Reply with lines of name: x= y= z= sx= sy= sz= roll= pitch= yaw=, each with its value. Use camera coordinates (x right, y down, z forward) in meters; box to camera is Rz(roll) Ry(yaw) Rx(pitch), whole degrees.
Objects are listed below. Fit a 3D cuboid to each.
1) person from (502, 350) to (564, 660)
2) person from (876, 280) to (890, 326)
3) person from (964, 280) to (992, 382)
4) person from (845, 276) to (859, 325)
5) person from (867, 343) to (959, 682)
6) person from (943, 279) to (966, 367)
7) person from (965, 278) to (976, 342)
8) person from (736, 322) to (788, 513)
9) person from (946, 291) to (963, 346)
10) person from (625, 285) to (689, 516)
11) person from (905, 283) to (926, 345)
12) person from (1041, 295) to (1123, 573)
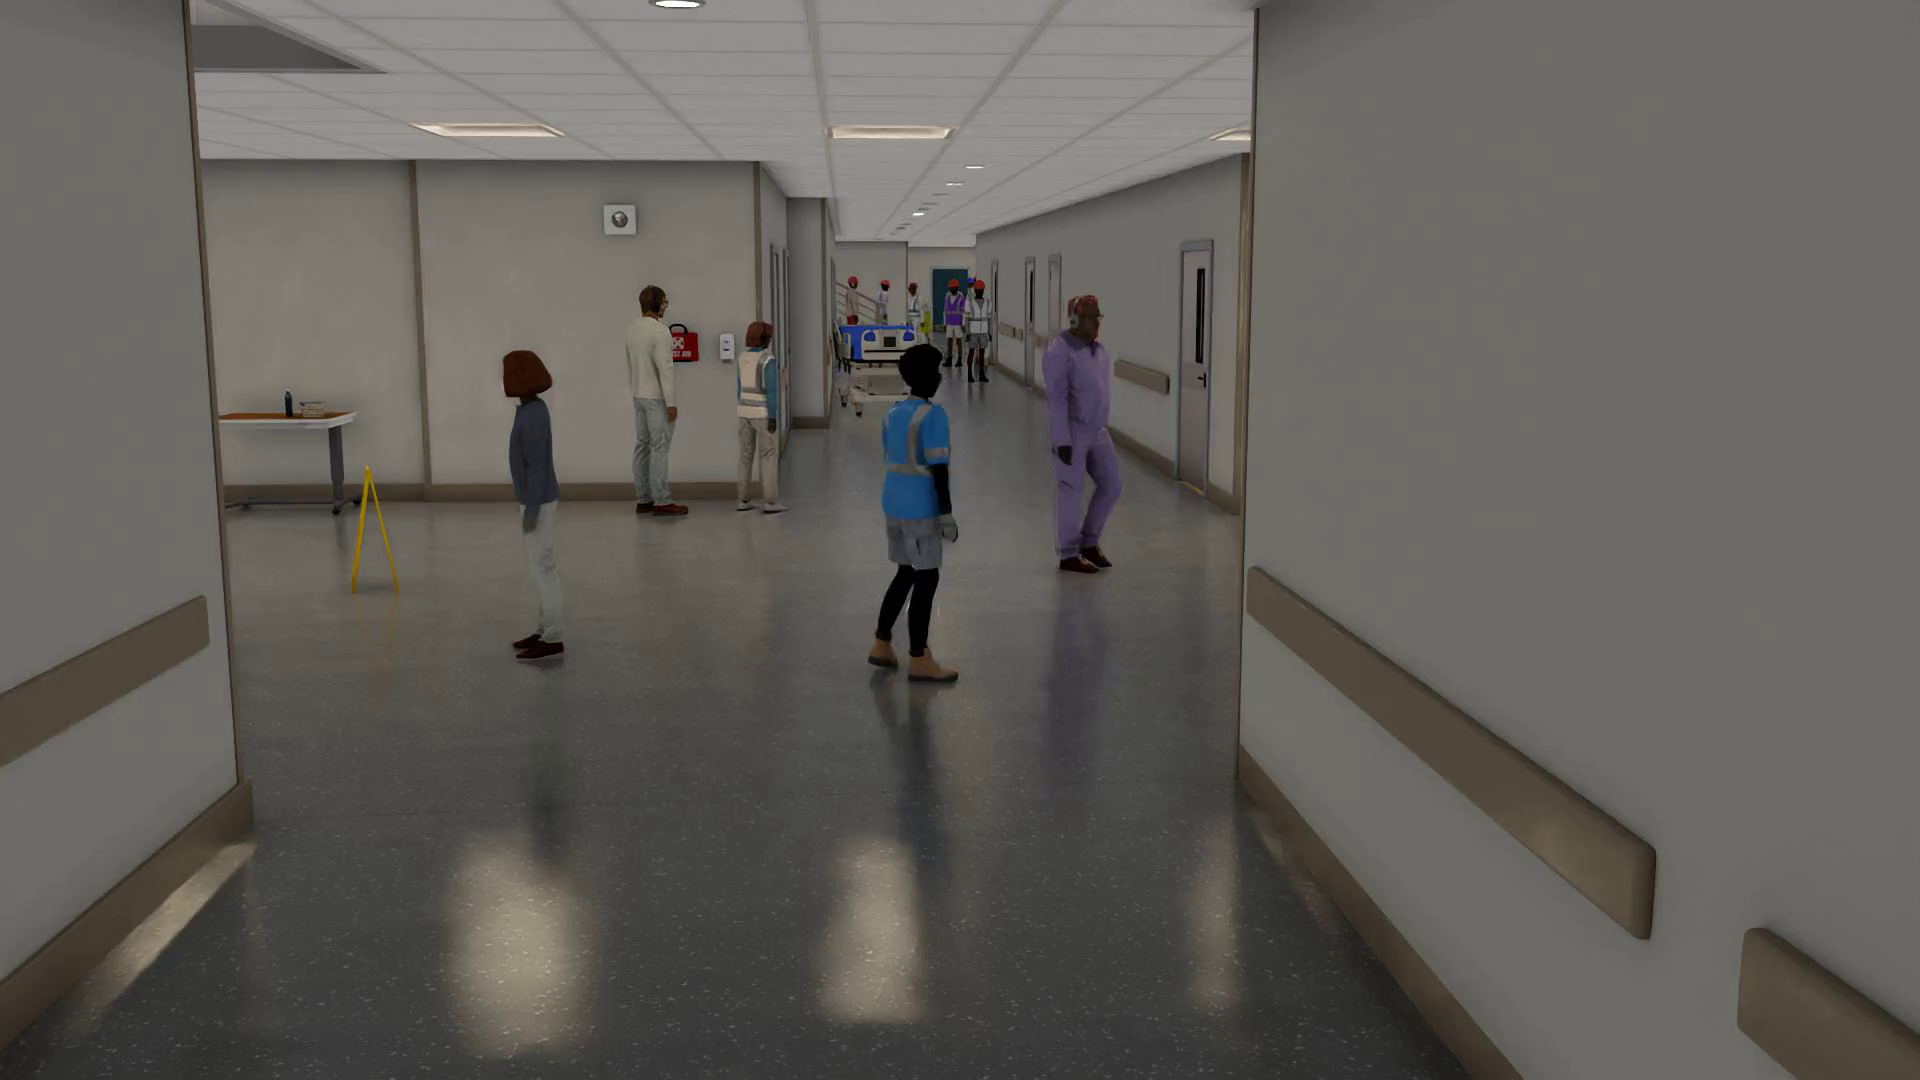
person: x=-2.257 y=-0.186 z=8.805 sx=0.270 sy=1.631 sz=0.506 roll=-2 pitch=9 yaw=-13
person: x=-2.229 y=-6.461 z=47.370 sx=0.594 sy=1.895 sz=0.630 roll=-3 pitch=10 yaw=-20
person: x=0.358 y=-3.962 z=31.553 sx=0.545 sy=1.939 sz=0.373 roll=-3 pitch=10 yaw=-20
person: x=-2.786 y=-5.853 z=43.244 sx=0.375 sy=1.995 sz=0.610 roll=-4 pitch=10 yaw=-23
person: x=-0.250 y=-0.129 z=8.313 sx=0.402 sy=1.679 sz=0.578 roll=-5 pitch=10 yaw=-27
person: x=-0.133 y=-4.812 z=36.884 sx=0.542 sy=1.939 sz=0.361 roll=4 pitch=10 yaw=26
person: x=0.336 y=-6.983 z=50.487 sx=0.391 sy=1.948 sz=0.605 roll=-1 pitch=9 yaw=-3
person: x=-1.727 y=-1.044 z=14.207 sx=0.523 sy=1.628 sz=0.325 roll=8 pitch=12 yaw=41
person: x=-0.159 y=-6.490 z=47.659 sx=0.513 sy=1.865 sz=0.329 roll=2 pitch=9 yaw=12
person: x=-2.576 y=-1.169 z=14.020 sx=0.372 sy=1.940 sz=0.631 roll=-8 pitch=12 yaw=-41
person: x=-1.129 y=-5.528 z=41.736 sx=0.999 sy=1.835 sz=0.599 roll=-5 pitch=10 yaw=-29
person: x=0.845 y=-0.707 z=11.263 sx=0.454 sy=1.885 sz=0.659 roll=8 pitch=12 yaw=41
